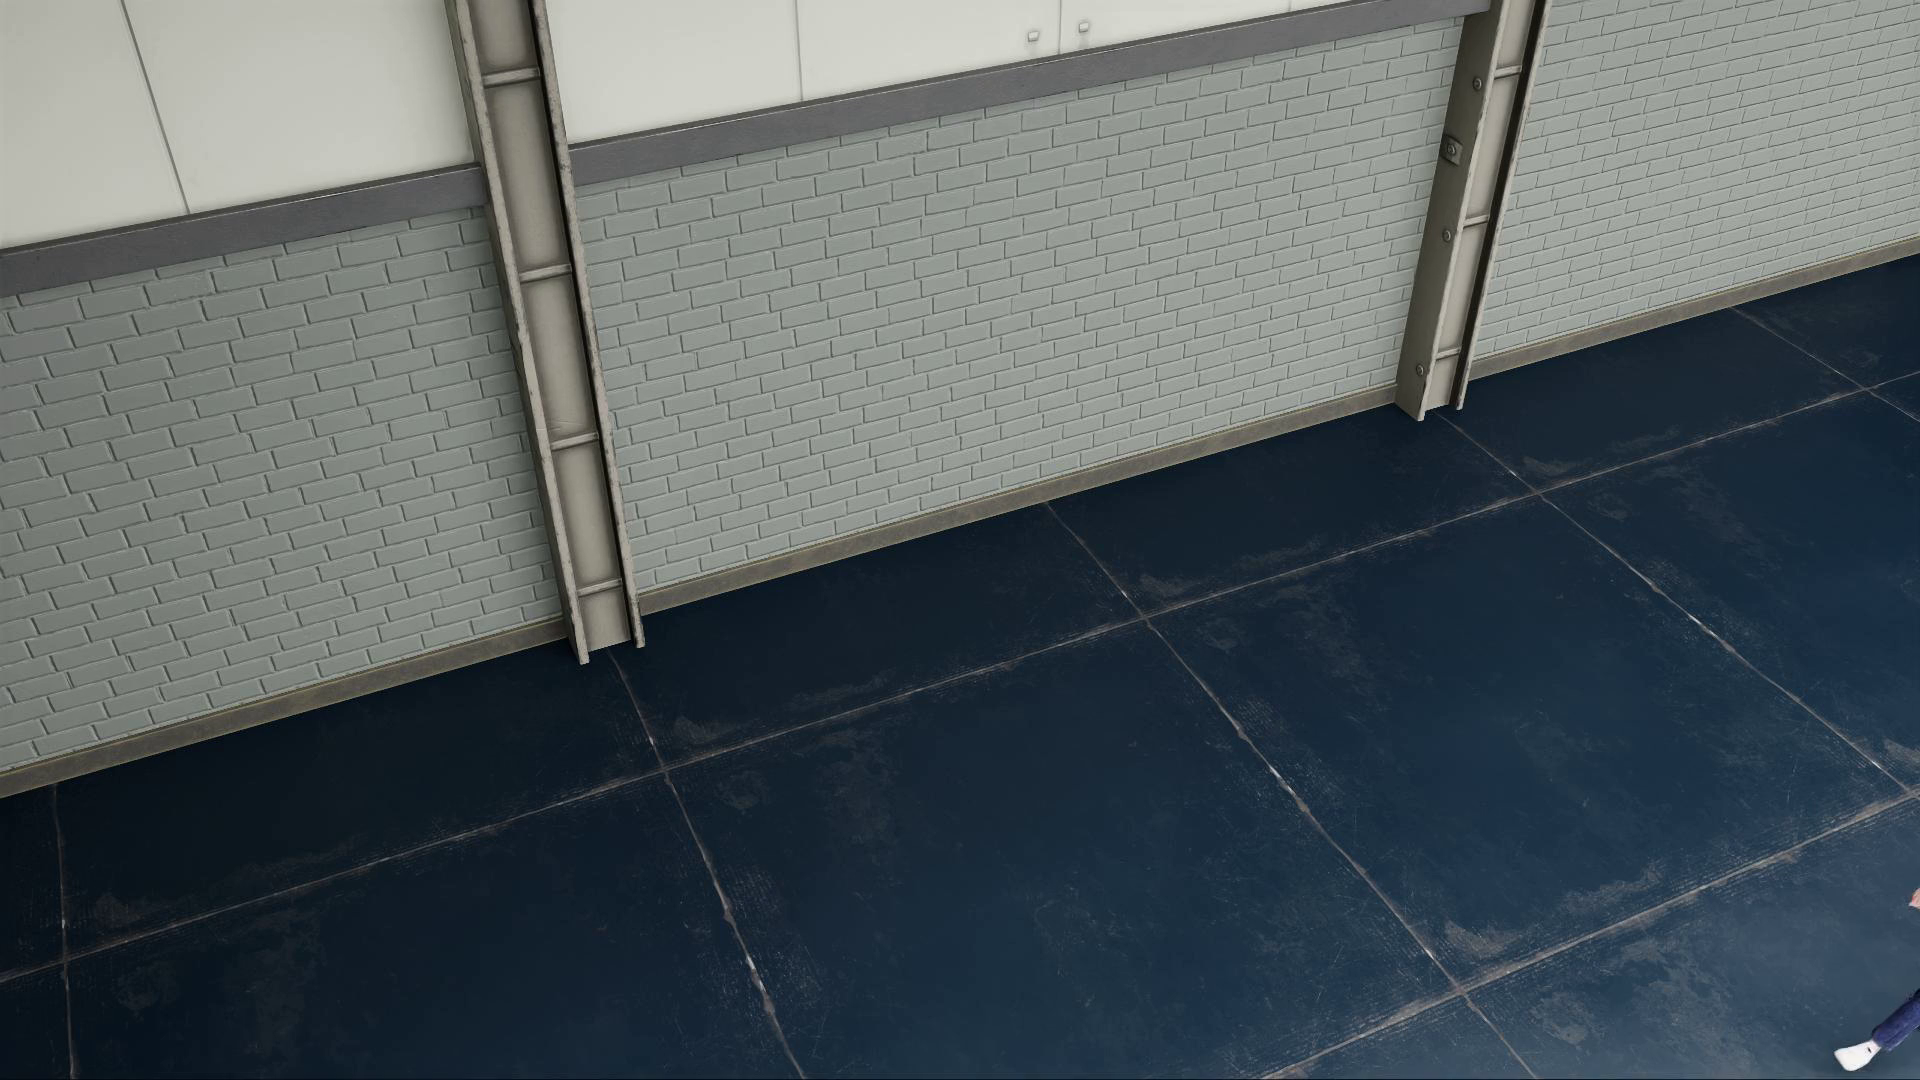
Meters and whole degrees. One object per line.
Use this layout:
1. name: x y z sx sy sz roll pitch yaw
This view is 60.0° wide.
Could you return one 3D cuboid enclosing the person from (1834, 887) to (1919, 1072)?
1. person: 4.494 1.586 7.188 1.183 1.736 0.657 -14 40 -17
